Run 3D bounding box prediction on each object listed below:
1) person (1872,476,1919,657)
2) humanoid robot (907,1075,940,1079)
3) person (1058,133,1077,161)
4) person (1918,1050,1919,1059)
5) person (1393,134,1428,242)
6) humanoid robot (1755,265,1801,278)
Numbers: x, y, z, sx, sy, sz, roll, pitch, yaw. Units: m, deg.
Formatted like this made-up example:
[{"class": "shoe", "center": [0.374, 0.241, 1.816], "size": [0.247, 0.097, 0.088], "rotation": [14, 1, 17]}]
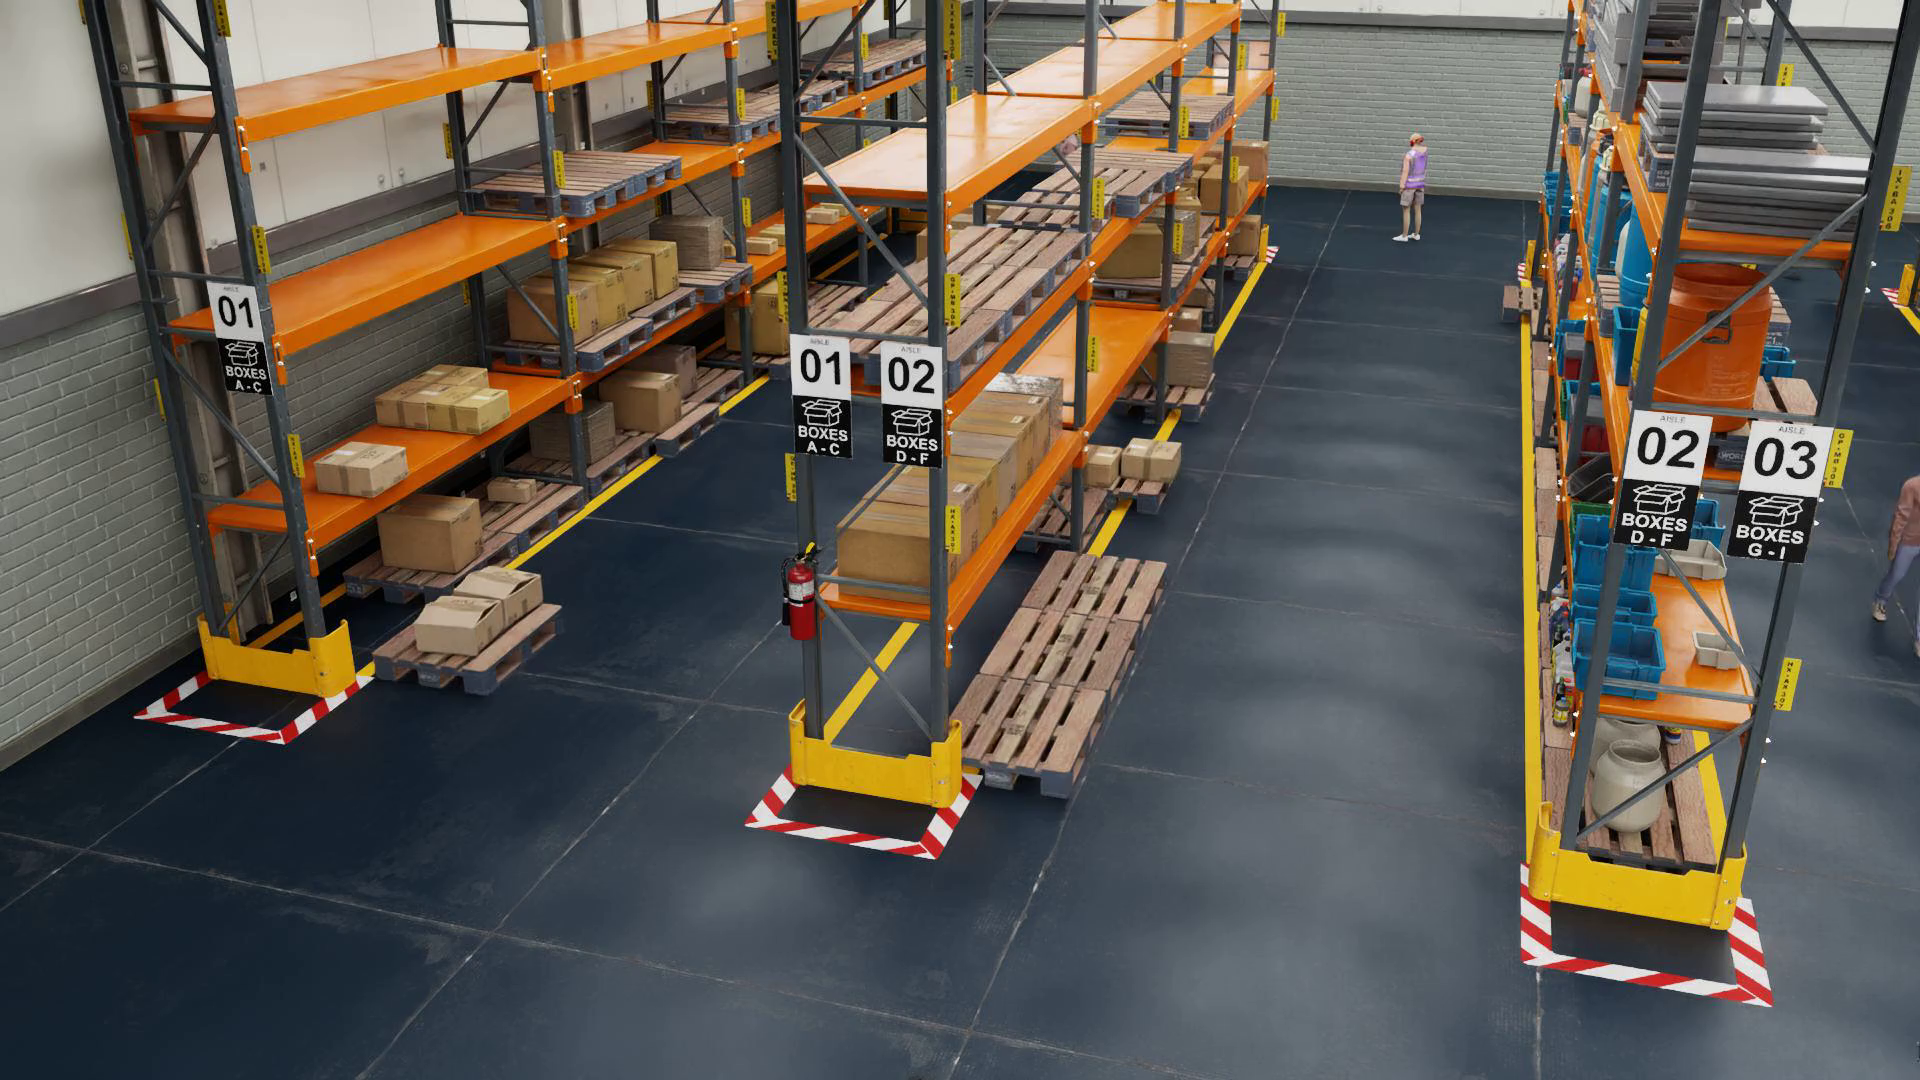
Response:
[{"class": "person", "center": [7.716, -0.001, 13.351], "size": [0.536, 1.728, 0.919], "rotation": [4, 24, 10]}, {"class": "humanoid robot", "center": [-0.165, 2.835, 6.848], "size": [0.492, 1.638, 0.593], "rotation": [-4, 24, -10]}, {"class": "person", "center": [1.766, -5.955, 27.062], "size": [0.336, 1.794, 0.508], "rotation": [0, 23, 0]}, {"class": "person", "center": [3.965, 2.722, 6.892], "size": [0.643, 1.822, 0.624], "rotation": [-13, 26, -27]}, {"class": "person", "center": [7.147, -5.561, 26.279], "size": [0.489, 1.688, 0.352], "rotation": [-13, 27, -28]}, {"class": "humanoid robot", "center": [11.965, -4.635, 24.202], "size": [0.615, 1.614, 0.796], "rotation": [-21, 31, -40]}]
